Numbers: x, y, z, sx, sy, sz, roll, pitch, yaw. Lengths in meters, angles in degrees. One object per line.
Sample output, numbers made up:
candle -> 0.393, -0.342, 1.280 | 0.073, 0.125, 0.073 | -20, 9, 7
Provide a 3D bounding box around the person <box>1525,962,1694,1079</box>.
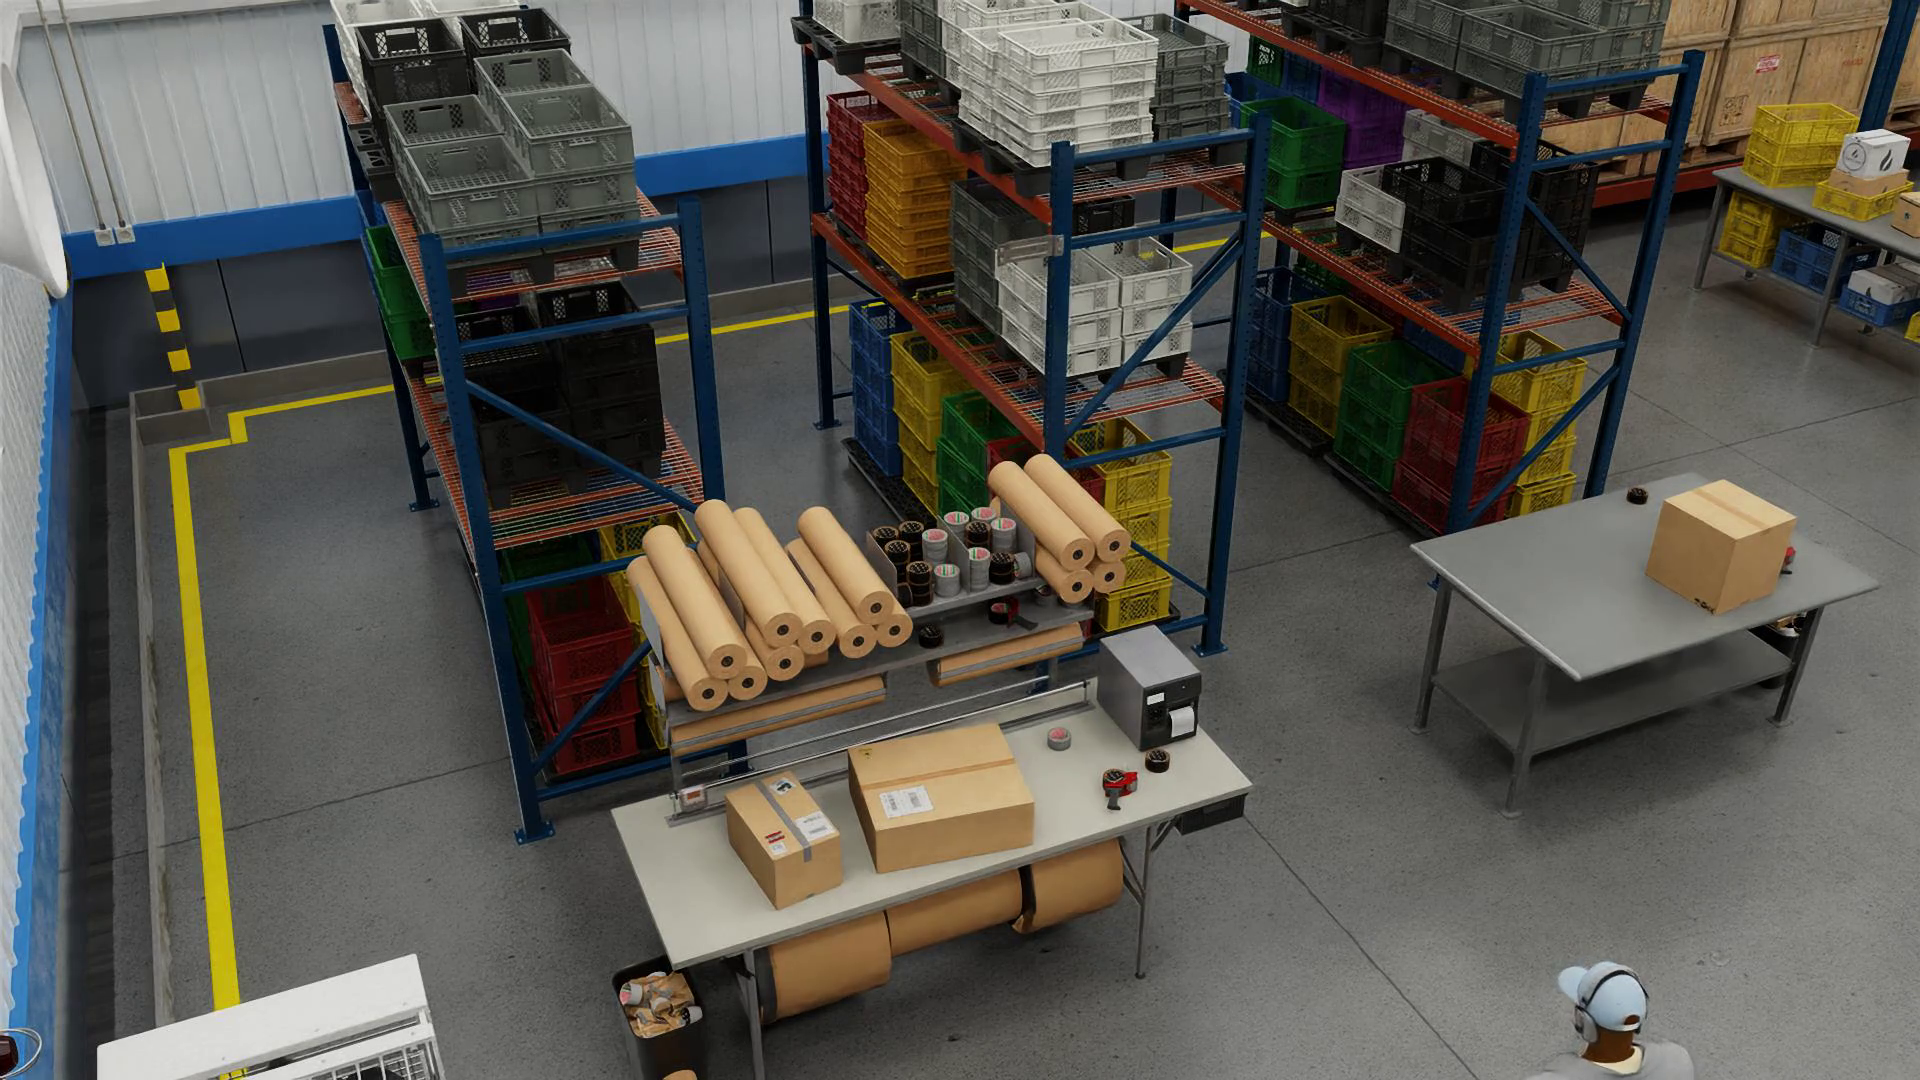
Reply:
person -> 1.882, 2.013, 5.195 | 0.587, 1.848, 0.395 | -10, 33, -15
